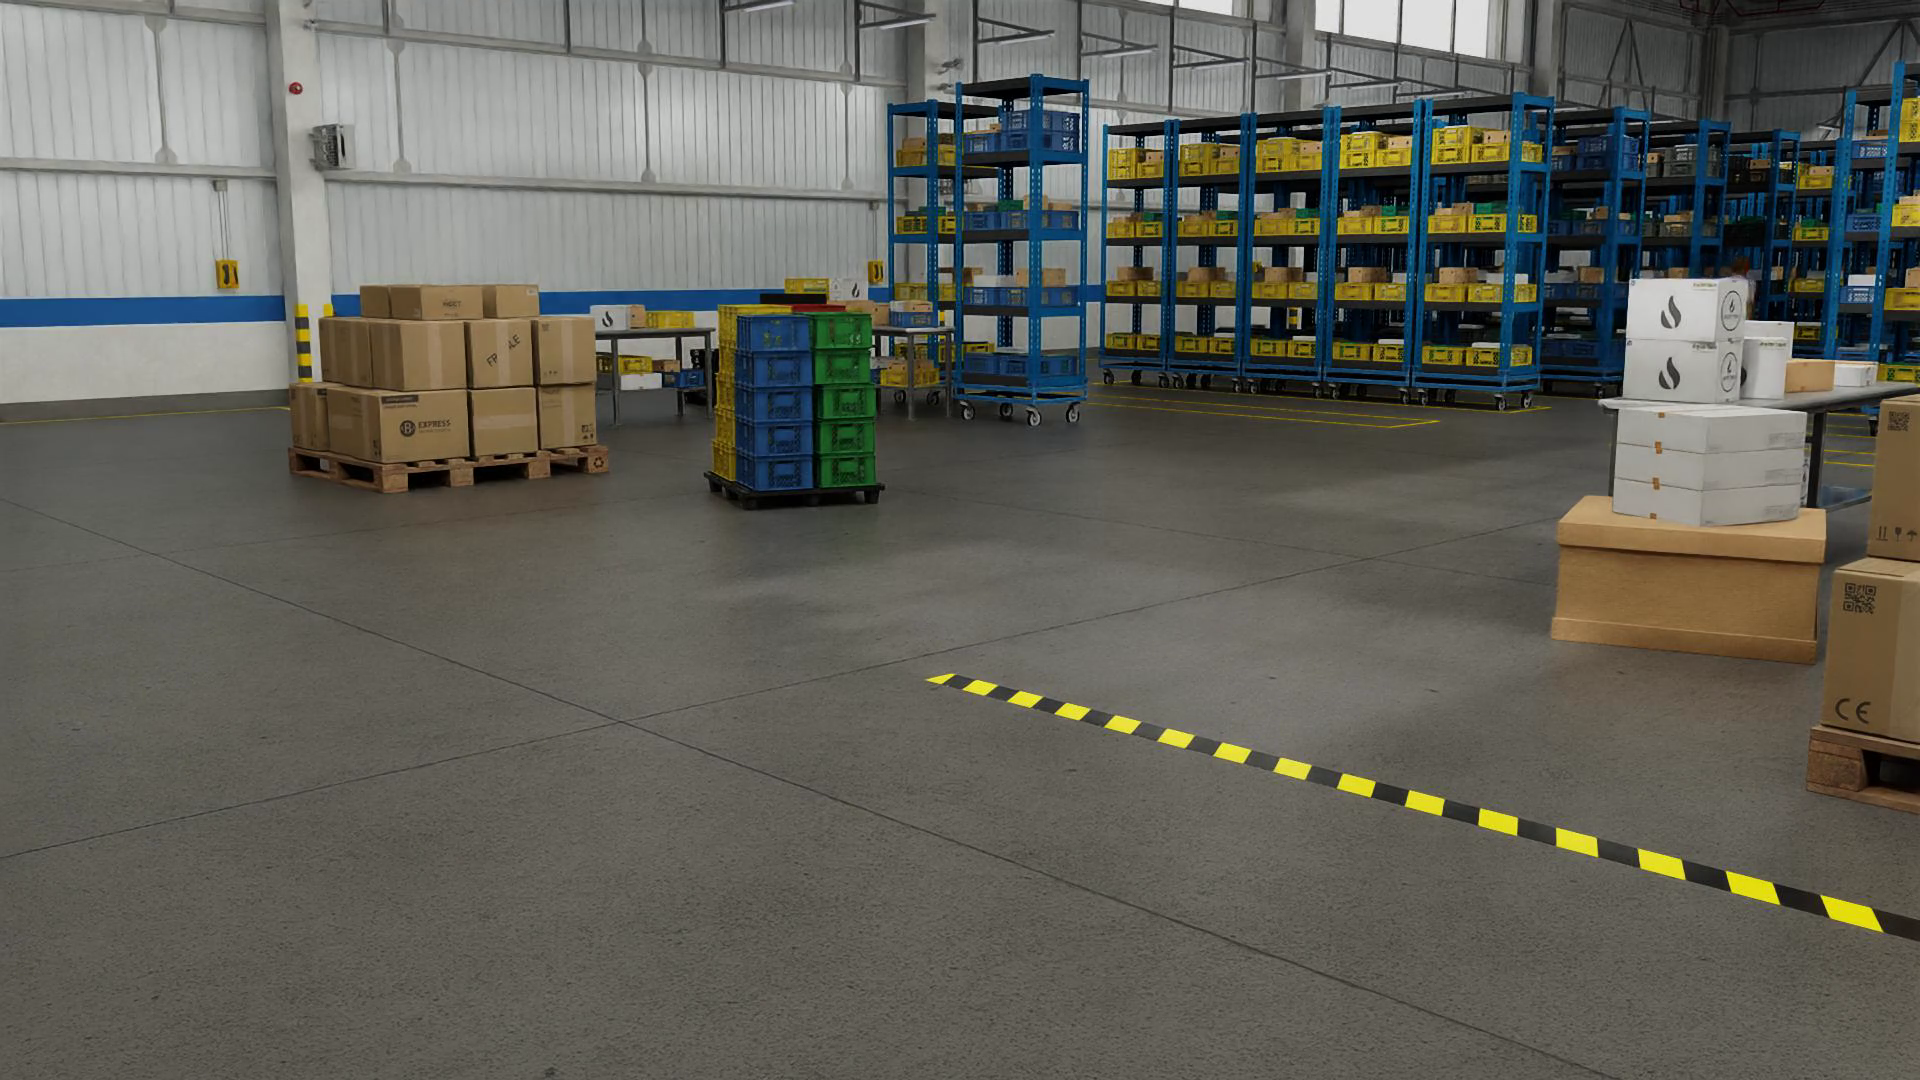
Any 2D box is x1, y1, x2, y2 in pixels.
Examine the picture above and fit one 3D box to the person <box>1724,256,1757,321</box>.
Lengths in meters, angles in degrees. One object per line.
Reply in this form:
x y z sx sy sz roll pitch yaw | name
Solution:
10.179 -2.843 21.940 0.759 1.810 0.615 -4 10 -21 | person
